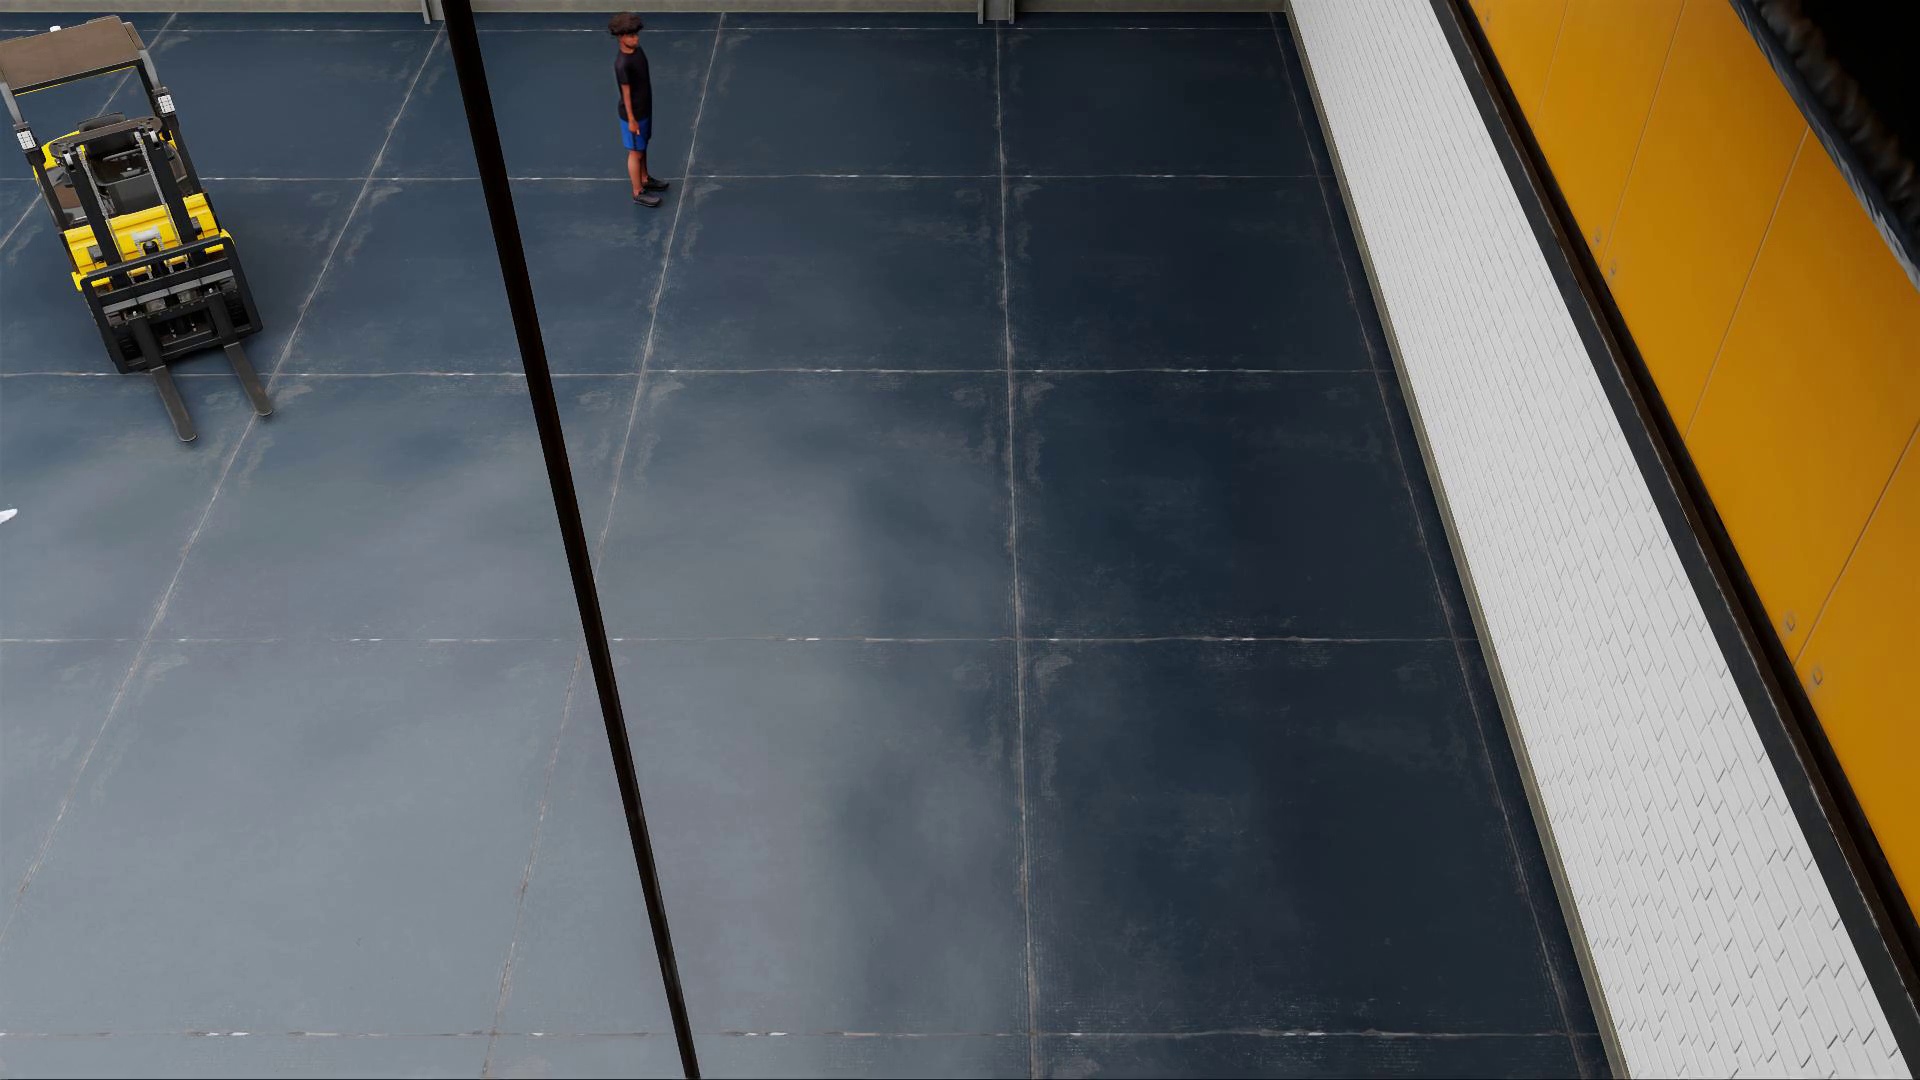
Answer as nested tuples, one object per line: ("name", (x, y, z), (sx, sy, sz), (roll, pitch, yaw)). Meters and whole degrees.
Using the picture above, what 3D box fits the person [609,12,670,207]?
("person", (-2.913, -3.876, 14.920), (0.597, 1.794, 0.635), (6, 44, 6))
